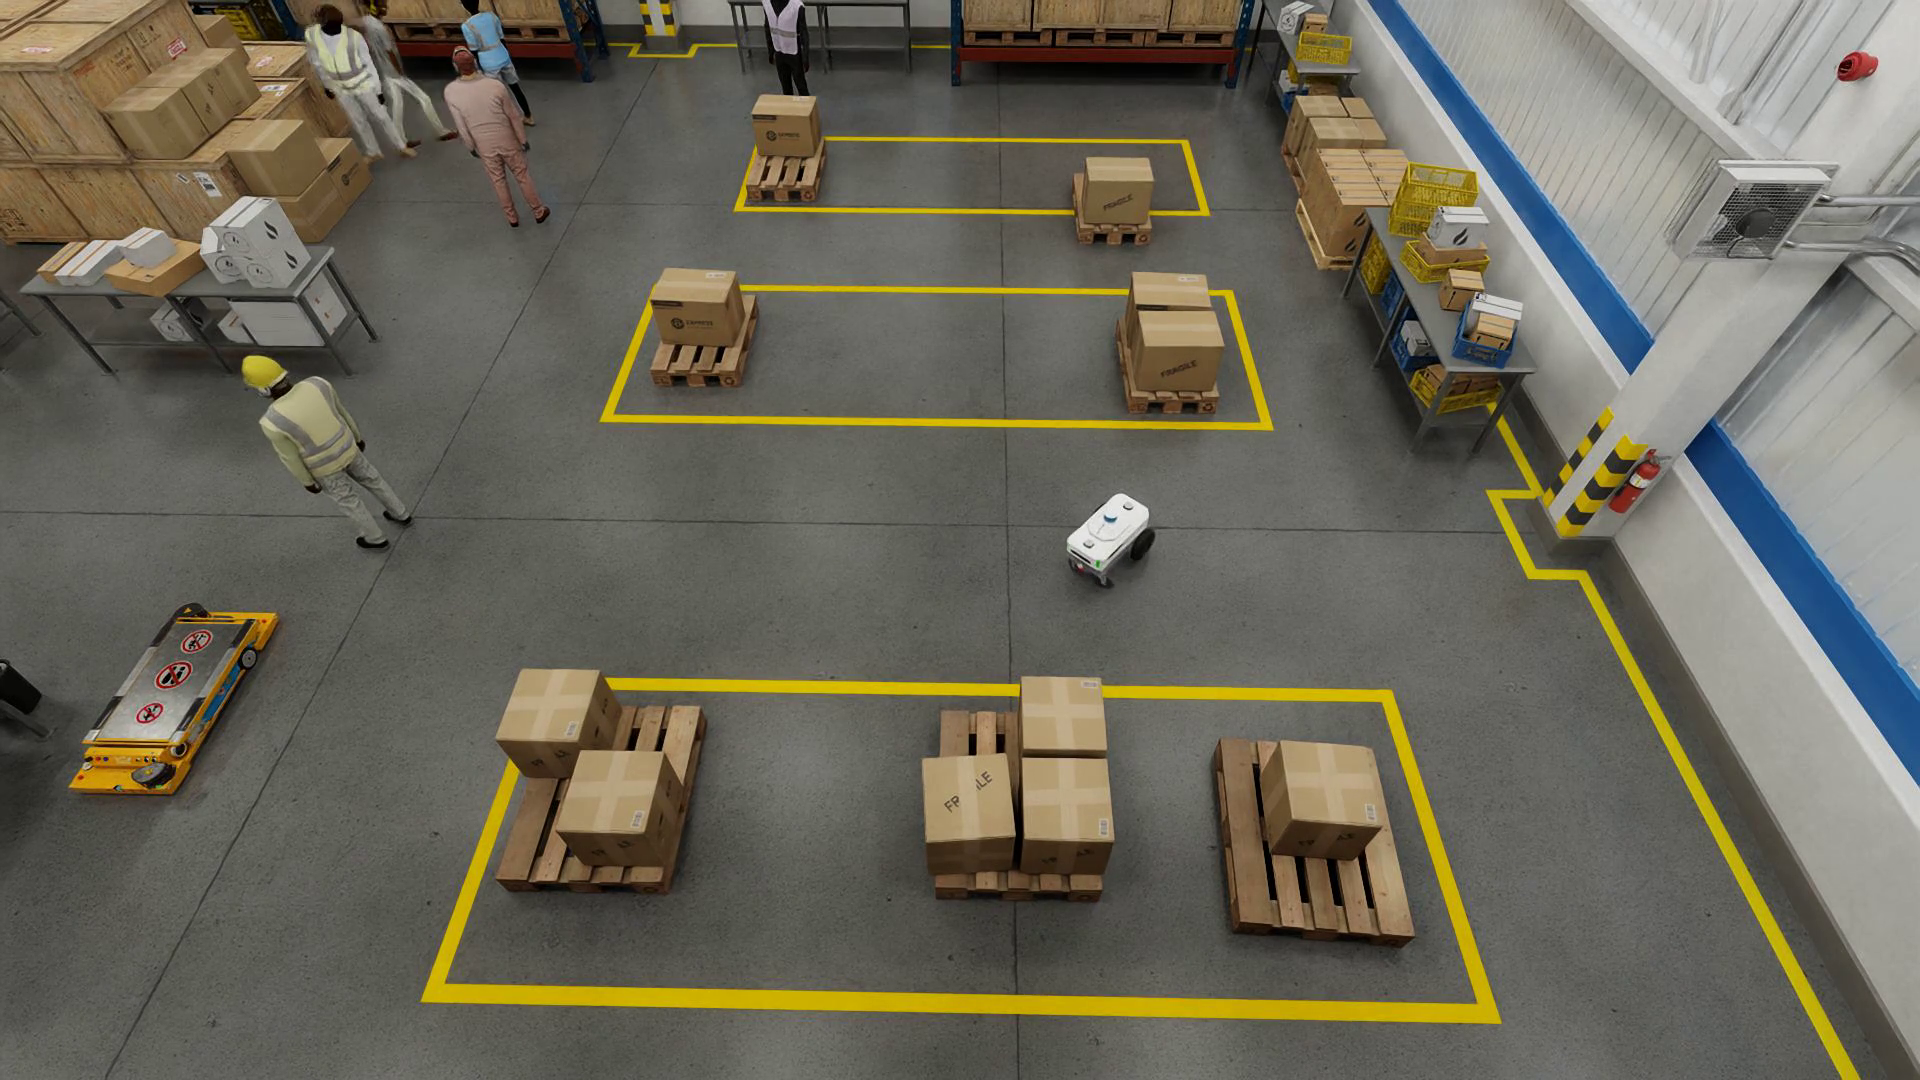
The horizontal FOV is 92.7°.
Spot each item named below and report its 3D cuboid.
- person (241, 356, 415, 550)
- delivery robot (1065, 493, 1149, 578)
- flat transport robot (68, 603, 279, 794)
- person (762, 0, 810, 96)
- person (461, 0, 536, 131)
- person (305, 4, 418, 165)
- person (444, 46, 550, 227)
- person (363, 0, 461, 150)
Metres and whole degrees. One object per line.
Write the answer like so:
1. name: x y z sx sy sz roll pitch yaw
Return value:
1. person: -4.746 -0.637 6.880 0.403 1.825 0.591 14 51 12
2. delivery robot: 1.148 -0.049 7.147 0.477 0.478 0.707 35 58 26
3. flat transport robot: -5.504 1.072 6.442 0.652 0.197 1.431 1 50 1
4. person: -2.130 -6.075 11.420 0.597 1.913 0.370 21 53 17
5. person: -5.831 -5.980 11.487 0.323 1.687 0.537 22 53 18
6. person: -7.232 -5.372 10.903 0.712 1.808 0.432 -7 50 -6
7. person: -5.038 -4.354 9.966 0.651 1.913 0.410 -11 51 -9
8. person: -6.796 -5.698 11.164 0.864 1.815 0.629 -36 58 -26
